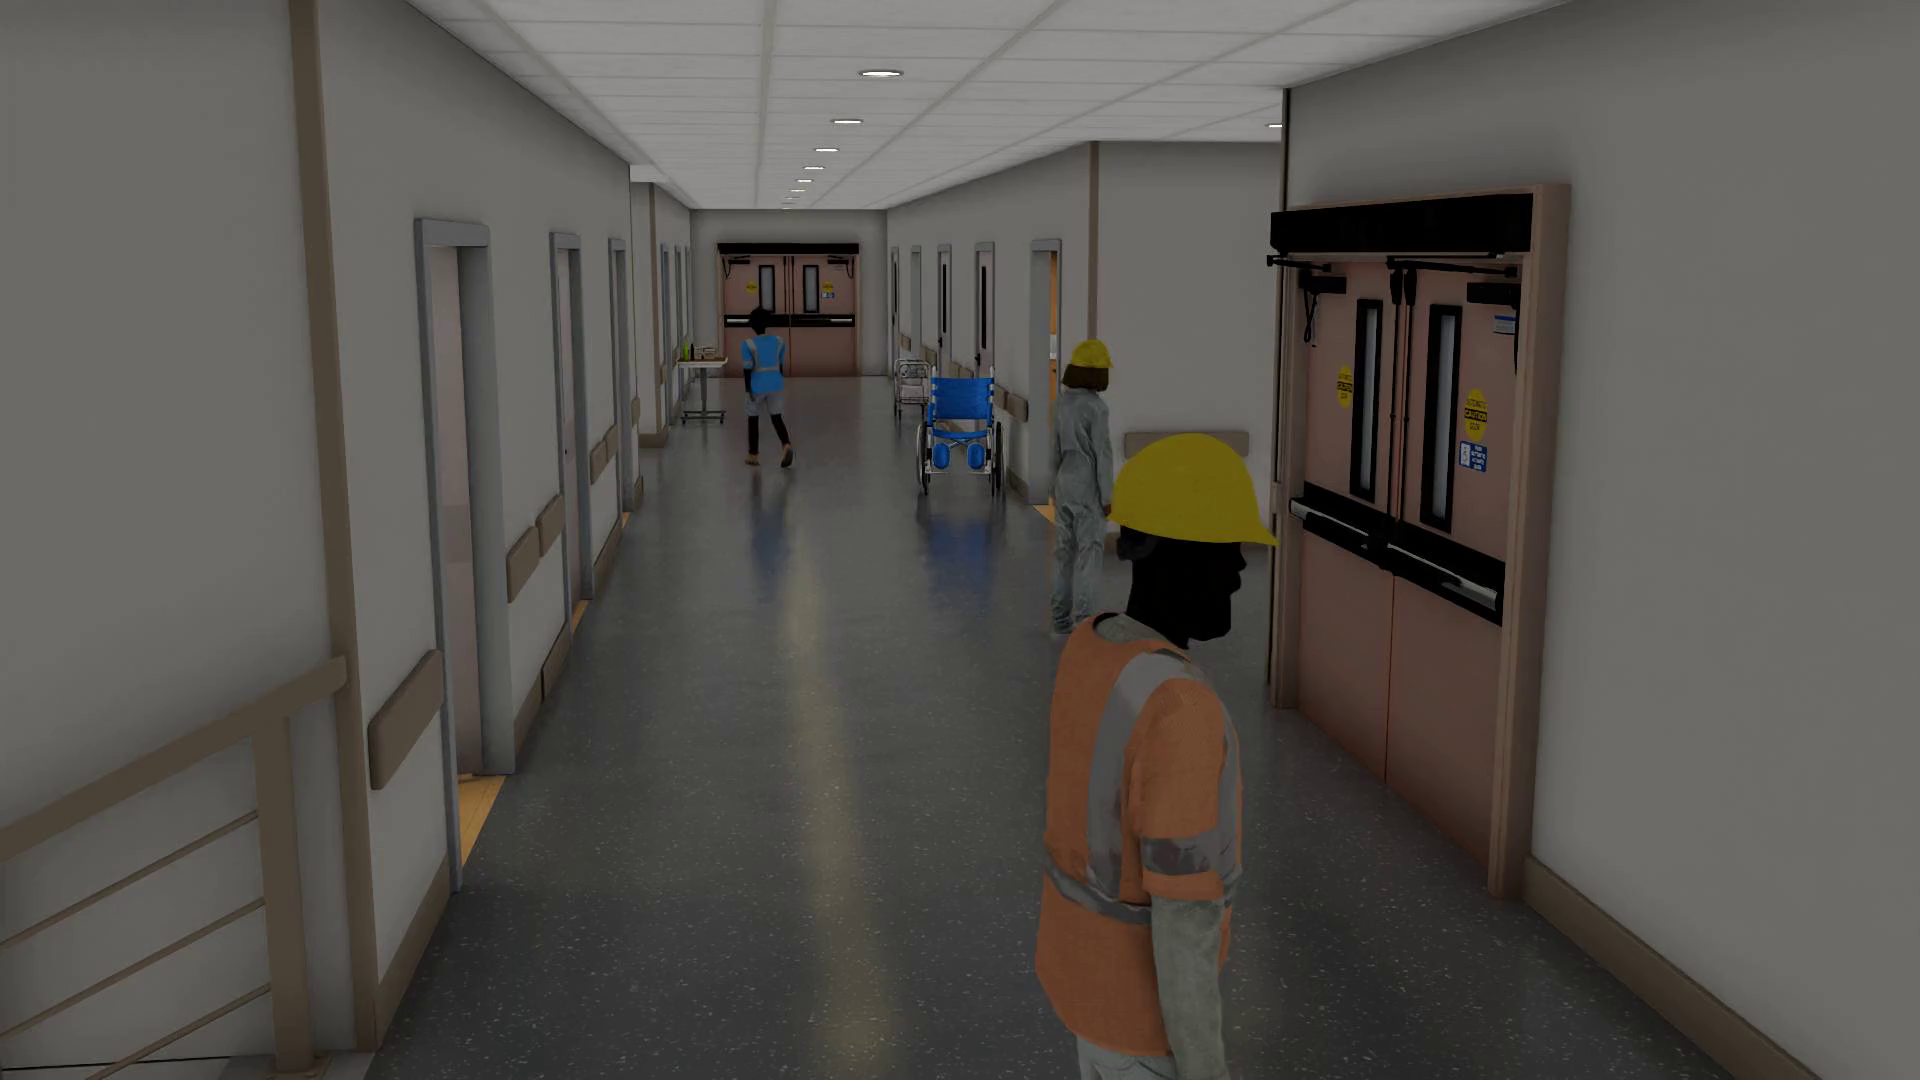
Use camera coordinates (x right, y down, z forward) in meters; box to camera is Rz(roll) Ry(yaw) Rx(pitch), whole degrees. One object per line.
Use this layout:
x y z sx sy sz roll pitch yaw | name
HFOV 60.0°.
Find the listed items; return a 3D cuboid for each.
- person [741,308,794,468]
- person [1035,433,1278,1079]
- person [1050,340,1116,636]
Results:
-2.011 -1.583 17.320 0.530 1.672 0.777 -6 11 -31 | person
0.338 0.771 2.907 0.402 1.918 0.594 -2 10 -10 | person
0.717 -0.271 9.523 0.319 1.734 0.532 -6 11 -32 | person
